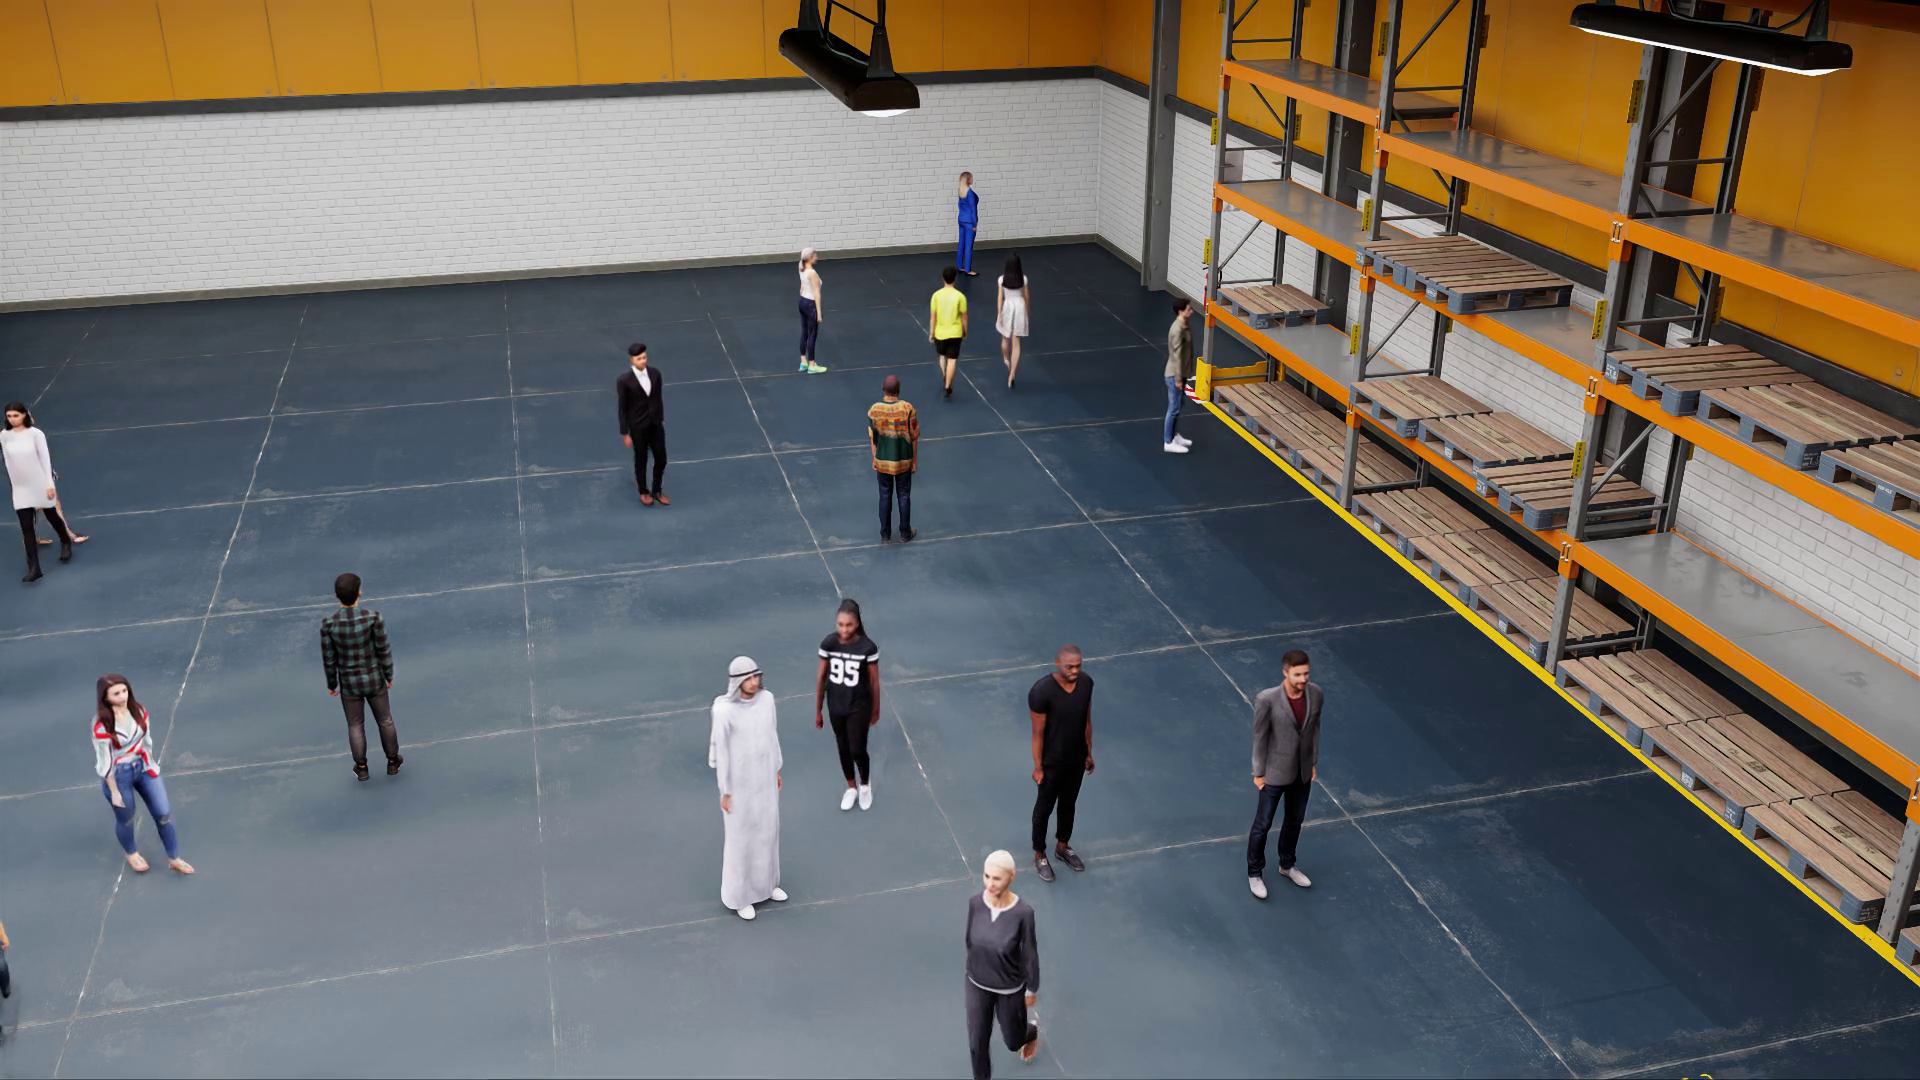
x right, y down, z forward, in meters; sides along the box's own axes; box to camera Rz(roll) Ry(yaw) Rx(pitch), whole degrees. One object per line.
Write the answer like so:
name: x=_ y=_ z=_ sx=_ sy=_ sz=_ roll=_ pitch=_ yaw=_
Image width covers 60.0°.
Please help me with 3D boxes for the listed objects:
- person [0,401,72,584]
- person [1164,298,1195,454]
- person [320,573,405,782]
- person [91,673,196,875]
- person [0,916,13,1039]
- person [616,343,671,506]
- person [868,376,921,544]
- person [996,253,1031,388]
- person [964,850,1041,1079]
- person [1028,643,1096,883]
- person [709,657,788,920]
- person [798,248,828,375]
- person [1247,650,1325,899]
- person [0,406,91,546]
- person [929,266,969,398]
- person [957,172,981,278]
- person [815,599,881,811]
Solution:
person: x=-9.201 y=-0.541 z=16.620 sx=0.724 sy=1.770 sz=1.102 roll=-3 pitch=24 yaw=-6
person: x=2.585 y=-1.973 z=19.777 sx=0.846 sy=1.865 sz=0.722 roll=6 pitch=24 yaw=14
person: x=-4.635 y=1.052 z=12.833 sx=0.676 sy=1.714 sz=0.535 roll=-8 pitch=25 yaw=-17
person: x=-5.955 y=1.659 z=11.812 sx=0.955 sy=1.590 sz=0.871 roll=18 pitch=29 yaw=35
person: x=-6.084 y=2.502 z=10.270 sx=0.598 sy=1.280 sz=0.942 roll=-11 pitch=26 yaw=-23
person: x=-3.496 y=-1.284 z=18.199 sx=0.829 sy=1.867 sz=0.819 roll=-16 pitch=28 yaw=-33
person: x=-0.687 y=-0.841 z=17.260 sx=0.787 sy=1.808 sz=0.783 roll=2 pitch=24 yaw=5
person: x=0.726 y=-2.889 z=22.034 sx=0.871 sy=1.736 sz=1.182 roll=2 pitch=24 yaw=4
person: x=0.250 y=2.523 z=9.689 sx=0.943 sy=1.709 sz=1.035 roll=11 pitch=26 yaw=23
person: x=0.710 y=1.539 z=11.802 sx=0.720 sy=1.818 sz=0.651 roll=-13 pitch=27 yaw=-27
person: x=-1.441 y=1.657 z=11.398 sx=0.812 sy=1.926 sz=0.798 roll=21 pitch=31 yaw=39
person: x=-2.055 y=-3.136 z=22.641 sx=0.728 sy=1.702 sz=0.580 roll=-15 pitch=28 yaw=-30
person: x=2.266 y=1.597 z=11.600 sx=0.699 sy=1.874 sz=0.627 roll=-9 pitch=25 yaw=-20
person: x=-9.630 y=-0.639 z=17.137 sx=0.621 sy=1.536 sz=0.798 roll=-7 pitch=25 yaw=-16
person: x=-0.151 y=-2.662 z=21.607 sx=0.965 sy=1.662 sz=1.205 roll=5 pitch=24 yaw=10
person: x=0.111 y=-5.209 z=27.388 sx=0.731 sy=1.699 sz=0.567 roll=-13 pitch=27 yaw=-28
person: x=-0.822 y=1.229 z=12.635 sx=0.746 sy=1.720 sz=0.783 roll=6 pitch=24 yaw=14
